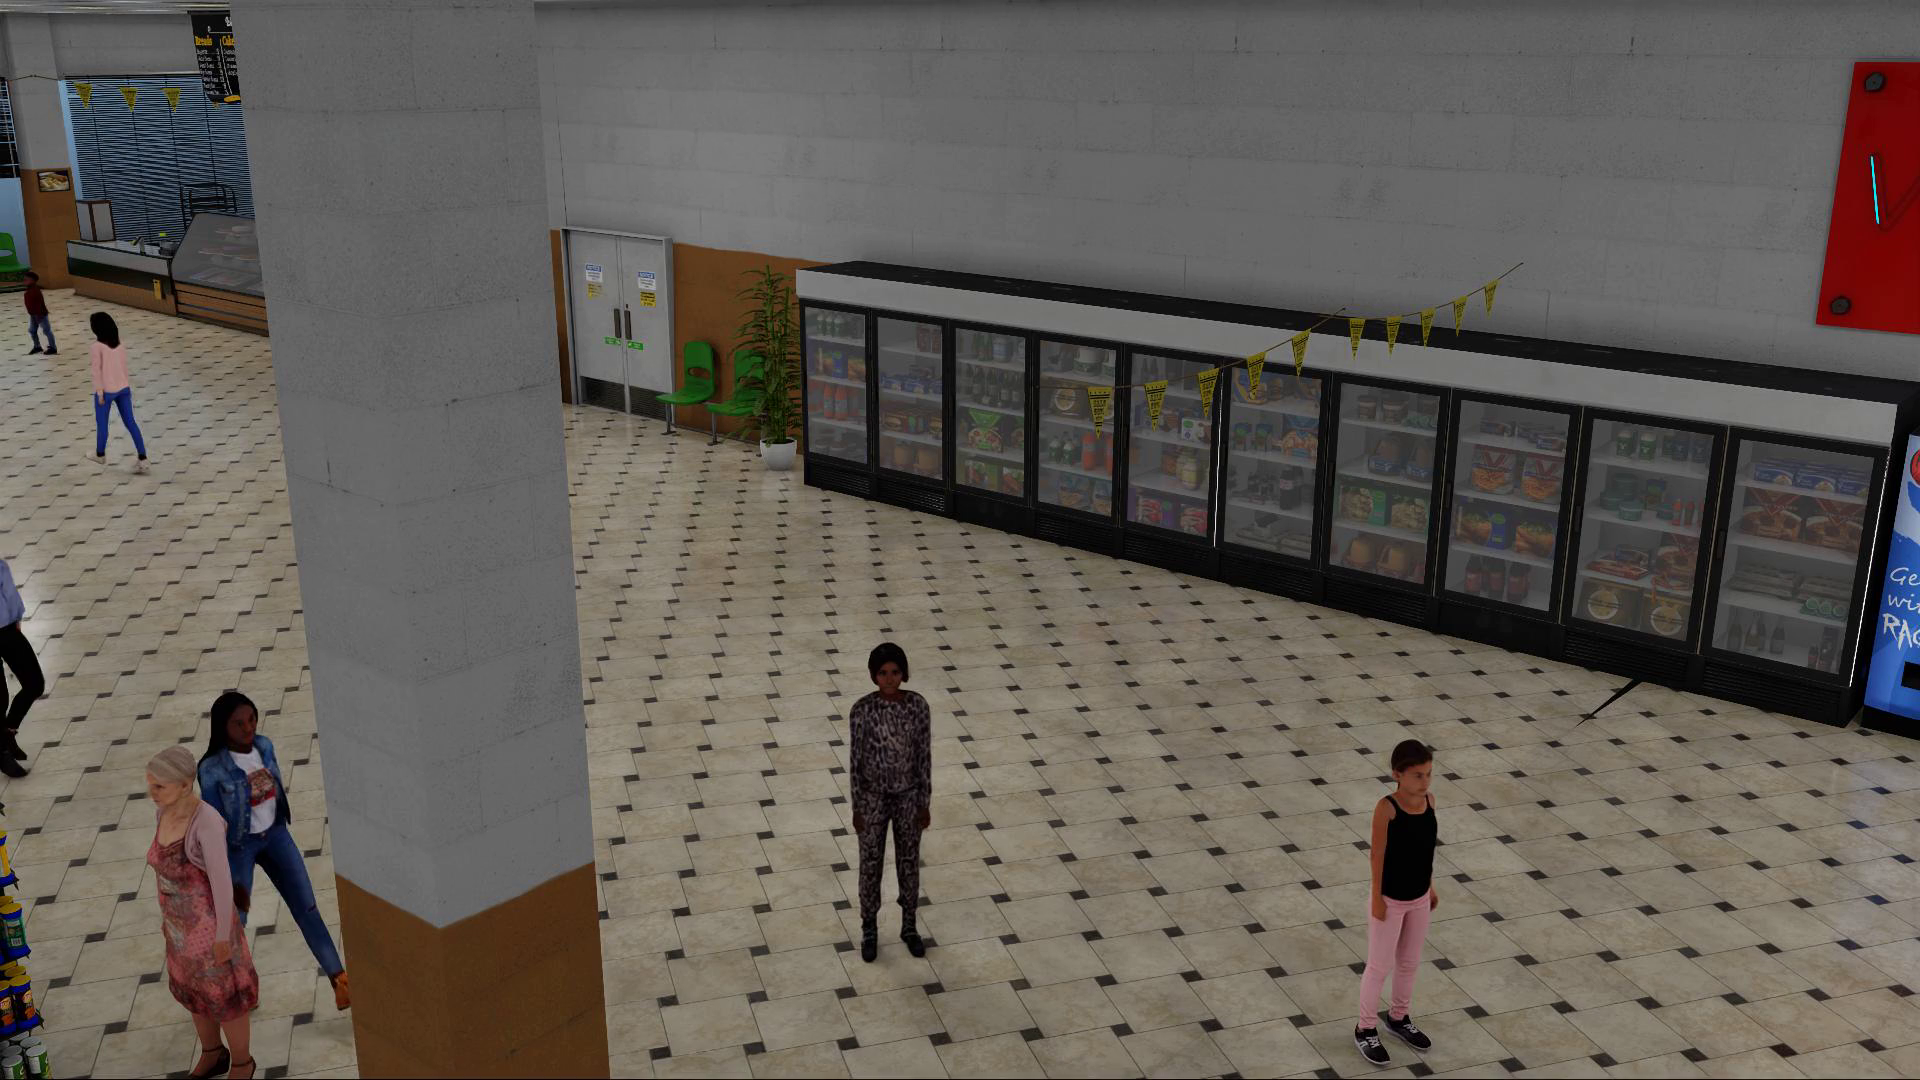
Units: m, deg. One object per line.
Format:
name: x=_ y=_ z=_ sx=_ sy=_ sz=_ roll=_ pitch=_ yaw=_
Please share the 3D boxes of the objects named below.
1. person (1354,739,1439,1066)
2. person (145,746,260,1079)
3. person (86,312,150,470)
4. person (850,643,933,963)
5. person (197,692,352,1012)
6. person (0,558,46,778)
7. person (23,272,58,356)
person: x=2.044 y=1.654 z=7.722 sx=0.554 sy=1.565 sz=0.661 roll=-8 pitch=19 yaw=-26
person: x=-3.370 y=1.687 z=7.384 sx=0.620 sy=1.699 sz=0.606 roll=10 pitch=20 yaw=30
person: x=-9.141 y=-1.570 z=18.084 sx=0.912 sy=1.712 sz=1.171 roll=9 pitch=19 yaw=26
person: x=-0.349 y=1.338 z=8.509 sx=0.668 sy=1.713 sz=0.734 roll=-2 pitch=17 yaw=-8
person: x=-3.469 y=1.529 z=7.946 sx=0.914 sy=1.673 sz=1.149 roll=6 pitch=18 yaw=20
person: x=-6.215 y=0.692 z=10.603 sx=0.818 sy=1.732 sz=0.702 roll=6 pitch=18 yaw=18
person: x=-13.715 y=-3.388 z=24.881 sx=0.527 sy=1.242 sz=0.581 roll=11 pitch=20 yaw=32
